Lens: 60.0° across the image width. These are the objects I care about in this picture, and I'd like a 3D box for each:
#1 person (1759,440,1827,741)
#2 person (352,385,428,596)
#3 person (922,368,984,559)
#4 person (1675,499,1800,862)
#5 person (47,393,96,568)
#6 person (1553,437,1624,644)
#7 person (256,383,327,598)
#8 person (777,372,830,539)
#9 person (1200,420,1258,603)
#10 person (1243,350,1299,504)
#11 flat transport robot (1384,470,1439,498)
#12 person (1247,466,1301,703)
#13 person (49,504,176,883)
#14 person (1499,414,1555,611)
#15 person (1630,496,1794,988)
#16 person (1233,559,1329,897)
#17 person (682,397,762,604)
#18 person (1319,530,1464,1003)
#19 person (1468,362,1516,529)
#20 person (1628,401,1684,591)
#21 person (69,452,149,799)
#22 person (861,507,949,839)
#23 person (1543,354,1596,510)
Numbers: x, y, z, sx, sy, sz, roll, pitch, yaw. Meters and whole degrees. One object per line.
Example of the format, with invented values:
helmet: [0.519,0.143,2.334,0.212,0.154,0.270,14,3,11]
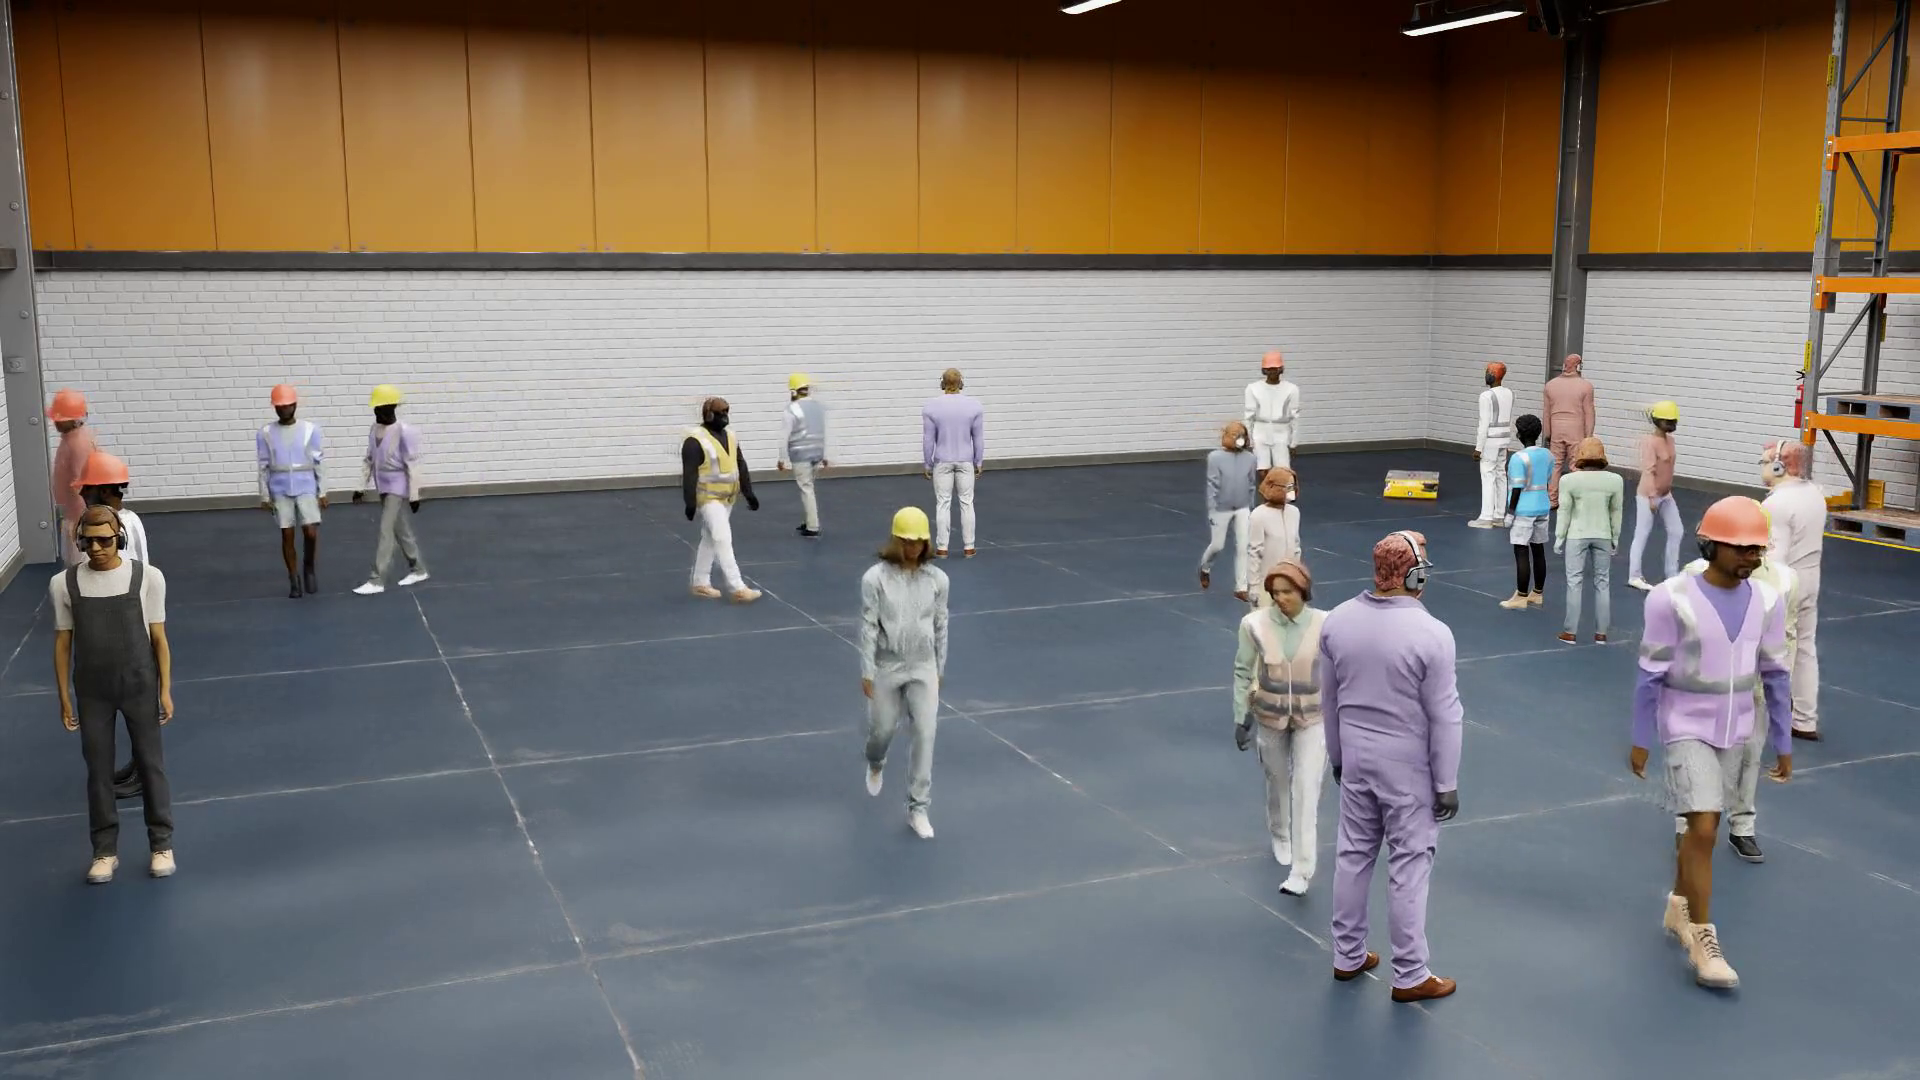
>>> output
person: [5.092,0.308,10.480,0.668,1.881,0.775,-7,12,-36]
person: [-5.227,-0.473,15.182,0.595,1.900,0.769,8,12,41]
person: [-0.070,-0.768,16.815,0.627,1.936,0.372,-1,9,-5]
person: [3.840,0.697,8.253,0.596,1.828,0.403,1,9,7]
person: [-7.161,-0.223,13.485,0.370,1.947,0.722,-7,12,-37]
person: [4.917,0.006,13.034,0.498,1.633,0.279,1,9,6]
person: [-5.938,-0.431,14.791,0.573,1.924,0.415,-3,10,-19]
person: [-1.745,-0.918,18.103,0.624,1.805,0.589,7,12,37]
person: [2.396,-0.280,14.840,0.503,1.607,0.702,-2,10,-13]
person: [3.493,-1.125,18.704,0.614,2.023,0.411,2,10,12]
flat transport robot: [5.895,-0.740,21.676,0.652,0.197,1.431,3,10,17]
person: [2.122,0.306,11.254,0.508,1.628,0.283,-8,12,-39]
person: [-4.067,0.735,8.008,0.505,1.842,0.332,-3,10,-20]
person: [4.884,-0.236,14.318,0.529,1.694,0.321,-7,12,-36]
person: [3.190,0.830,6.900,0.629,2.010,0.855,-2,10,-11]
person: [1.583,0.868,7.926,0.546,1.591,0.896,3,10,15]
person: [-2.050,-0.348,14.656,0.898,1.801,0.625,4,10,25]
person: [1.763,0.907,6.750,0.409,1.909,0.641,-8,12,-39]
person: [6.019,-1.071,18.803,0.575,1.884,0.355,-7,12,-38]
person: [6.392,-0.382,15.031,0.559,1.740,0.691,-8,12,-40]
person: [-4.690,0.474,9.278,0.372,1.939,0.544,-4,10,-24]
person: [-0.302,0.657,8.808,0.490,1.722,0.677,-2,10,-14]
person: [7.350,-1.284,20.039,0.408,1.906,0.638,-9,13,-43]
